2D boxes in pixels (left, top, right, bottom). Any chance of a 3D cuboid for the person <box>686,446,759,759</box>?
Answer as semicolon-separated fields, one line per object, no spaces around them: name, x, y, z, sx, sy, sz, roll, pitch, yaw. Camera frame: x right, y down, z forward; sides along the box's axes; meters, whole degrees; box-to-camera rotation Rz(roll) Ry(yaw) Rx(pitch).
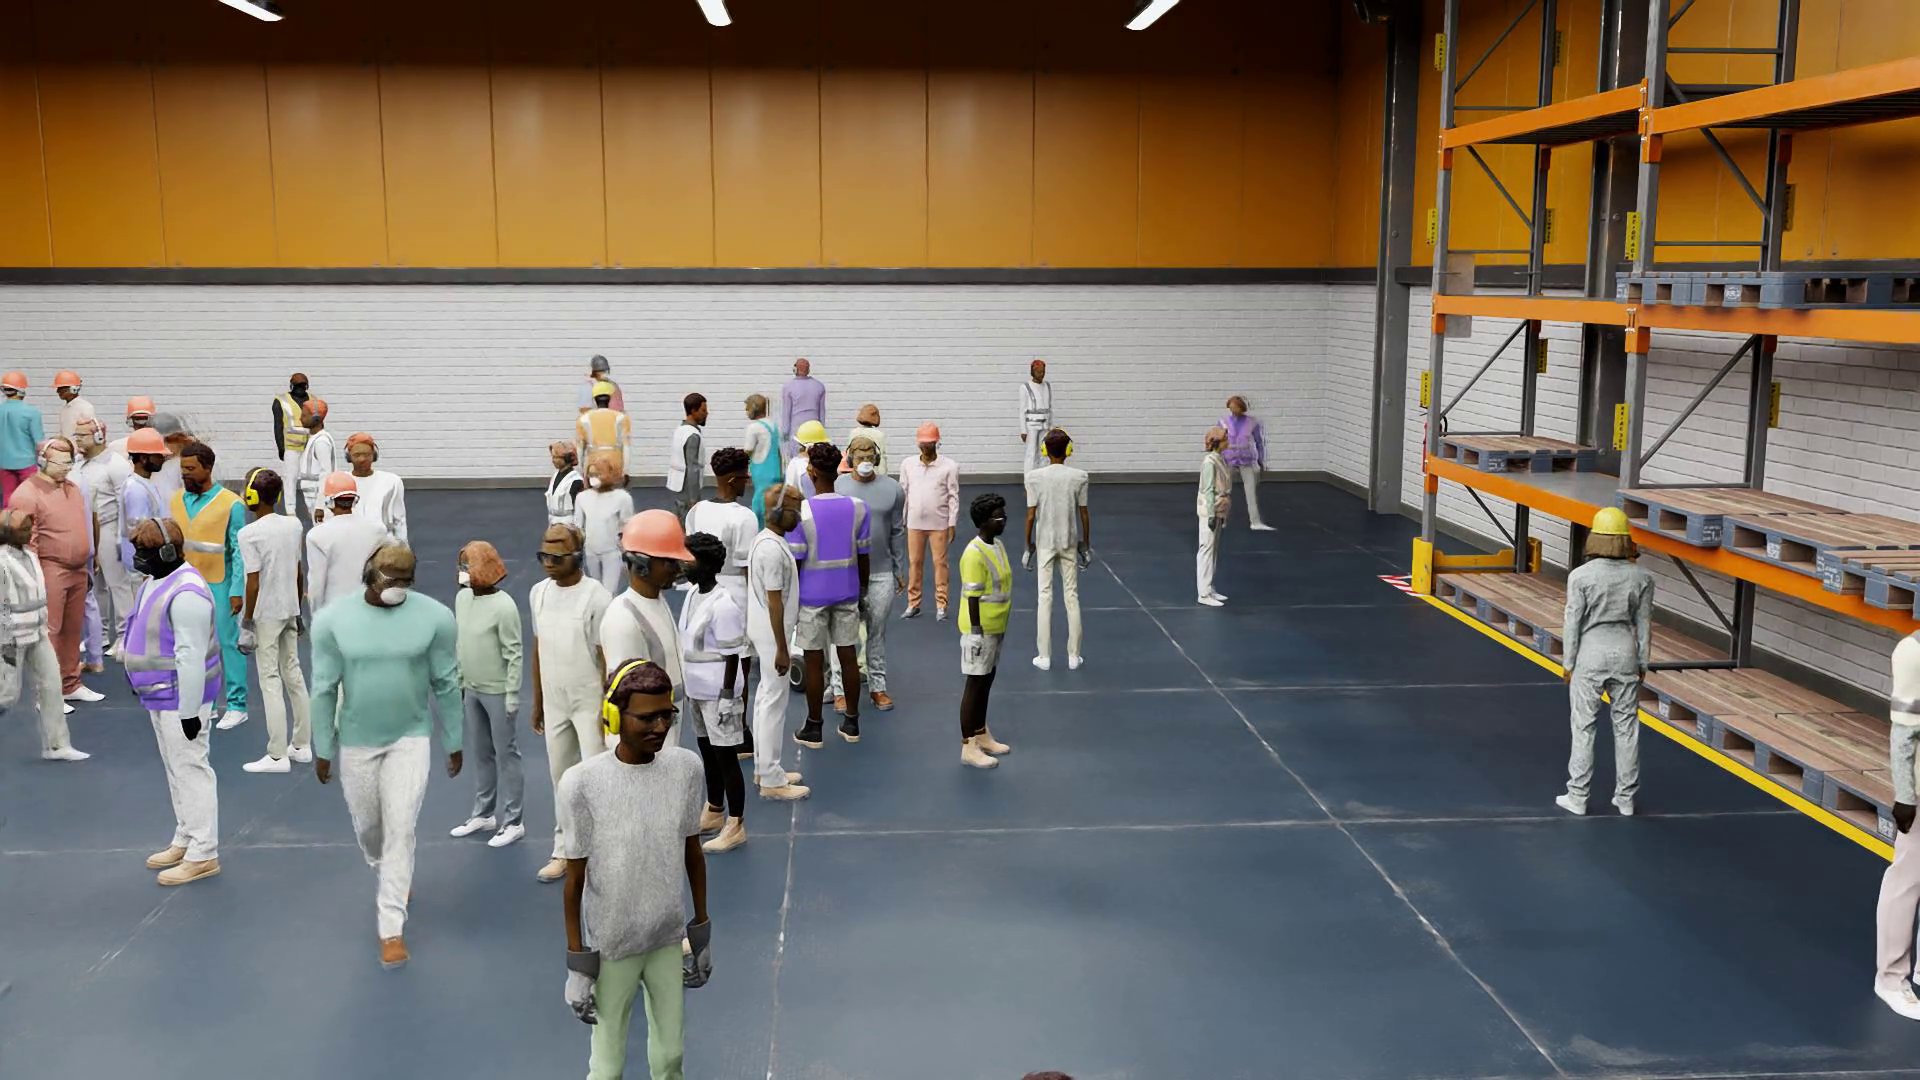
person;-1.451;0.388;10.456;0.612;1.963;0.361;8;12;40

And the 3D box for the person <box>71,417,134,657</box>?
person;-6.869;-0.028;13.249;0.636;1.911;0.405;4;10;24

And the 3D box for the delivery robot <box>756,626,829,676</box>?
delivery robot;-1.192;0.745;12.335;0.707;0.478;0.477;8;12;43

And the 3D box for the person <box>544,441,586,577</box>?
person;-3.321;-0.026;14.080;0.306;1.638;0.523;-7;12;-38

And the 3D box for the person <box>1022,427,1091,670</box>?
person;0.741;0.069;12.781;0.532;1.864;0.313;-1;9;-4

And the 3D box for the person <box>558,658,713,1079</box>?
person;-0.999;1.279;5.204;0.511;1.860;0.332;-7;11;-37

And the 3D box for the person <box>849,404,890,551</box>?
person;-0.994;-0.670;18.139;0.507;1.631;0.268;7;11;36

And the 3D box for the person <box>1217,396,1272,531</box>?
person;3.350;-0.899;19.648;0.751;1.615;0.338;2;9;10

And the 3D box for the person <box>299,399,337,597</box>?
person;-5.939;-0.362;15.422;0.355;1.885;0.575;-4;10;-26

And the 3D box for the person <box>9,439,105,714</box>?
person;-6.256;0.244;11.570;0.403;1.898;0.651;1;9;5

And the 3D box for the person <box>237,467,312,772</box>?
person;-4.205;0.485;10.146;0.326;1.872;0.518;3;9;17

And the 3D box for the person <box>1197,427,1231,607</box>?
person;2.332;-0.223;15.303;0.313;1.643;0.513;3;10;18

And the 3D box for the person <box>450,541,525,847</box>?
person;-2.517;0.809;8.847;0.499;1.634;0.285;7;12;38

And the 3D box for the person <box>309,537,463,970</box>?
person;-2.597;0.894;7.568;0.654;1.890;0.915;-3;9;-16

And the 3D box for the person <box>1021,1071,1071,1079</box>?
person;0.109;1.701;2.552;0.326;1.859;0.519;9;12;43

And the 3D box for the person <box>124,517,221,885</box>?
person;-3.938;0.792;8.344;0.429;1.837;0.624;-7;11;-37

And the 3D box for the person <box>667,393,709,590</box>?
person;-2.608;-0.462;16.013;0.406;1.905;0.607;-3;10;-19

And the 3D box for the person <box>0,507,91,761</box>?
person;-5.830;0.598;10.216;0.726;1.611;0.517;0;9;1

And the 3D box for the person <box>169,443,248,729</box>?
person;-5.027;0.301;11.150;0.592;1.919;0.392;3;9;17

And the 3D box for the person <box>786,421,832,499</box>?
person;-1.236;-0.073;13.769;0.403;1.830;0.601;-3;10;-20

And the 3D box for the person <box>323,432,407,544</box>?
person;-4.372;0.141;12.258;0.579;1.883;0.342;-3;10;-18

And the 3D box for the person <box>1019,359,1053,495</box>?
person;1.056;-1.538;22.840;0.585;1.879;0.367;-8;12;-41

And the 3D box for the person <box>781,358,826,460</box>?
person;-2.138;-1.511;22.568;0.648;1.907;0.409;-6;11;-32

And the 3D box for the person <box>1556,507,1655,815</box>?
person;3.622;0.680;9.349;0.485;1.737;0.319;0;9;2

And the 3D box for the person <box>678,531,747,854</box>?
person;-1.312;0.793;8.755;0.318;1.695;0.539;-5;11;-30

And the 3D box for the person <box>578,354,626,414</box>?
person;-4.685;-1.471;21.897;0.869;2.000;0.706;6;11;32

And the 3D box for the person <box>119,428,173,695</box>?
person;-5.857;0.153;12.051;0.379;1.928;0.543;-4;10;-21

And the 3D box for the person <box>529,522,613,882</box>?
person;-1.909;0.813;8.210;0.503;1.836;0.351;5;10;27

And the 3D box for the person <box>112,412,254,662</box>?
person;-6.138;-0.076;13.135;0.686;2.000;1.059;7;11;37

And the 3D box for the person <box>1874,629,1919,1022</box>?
person;4.051;0.989;6.799;0.585;1.928;0.379;-3;10;-18

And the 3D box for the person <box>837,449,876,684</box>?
person;-0.760;0.193;12.336;0.339;1.753;0.563;0;9;-3

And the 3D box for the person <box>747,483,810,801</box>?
person;-1.056;0.583;9.634;0.341;1.835;0.515;-2;9;-12

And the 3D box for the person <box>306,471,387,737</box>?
person;-4.023;0.419;10.925;0.327;1.752;0.562;8;12;41

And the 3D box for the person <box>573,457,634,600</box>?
person;-2.831;0.164;12.985;0.518;1.603;0.703;3;10;19

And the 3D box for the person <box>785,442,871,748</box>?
person;-0.857;0.352;10.681;0.613;1.964;0.361;-5;10;-29

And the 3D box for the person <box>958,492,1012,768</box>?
person;0.160;0.546;10.306;0.317;1.695;0.540;3;9;17

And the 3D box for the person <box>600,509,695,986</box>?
person;-1.315;0.879;7.142;0.388;2.040;0.605;0;9;2

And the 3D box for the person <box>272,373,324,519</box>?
person;-8.095;-1.136;20.440;0.619;1.837;0.430;-9;13;-44

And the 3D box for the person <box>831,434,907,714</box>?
person;-0.671;0.233;11.518;0.635;1.937;0.355;-3;10;-20

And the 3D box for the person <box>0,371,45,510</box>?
person;-10.128;-0.814;17.913;0.612;1.994;0.394;0;9;2

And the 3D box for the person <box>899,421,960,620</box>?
person;-0.285;-0.170;14.617;0.562;1.754;0.320;2;9;14

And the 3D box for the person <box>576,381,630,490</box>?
person;-3.900;-0.799;18.249;0.600;1.874;0.853;-2;9;-15

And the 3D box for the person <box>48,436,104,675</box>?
person;-6.673;0.136;12.468;0.358;1.835;0.516;3;9;17

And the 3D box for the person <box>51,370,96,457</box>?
person;-9.767;-0.886;18.417;0.622;1.985;0.427;6;11;35
